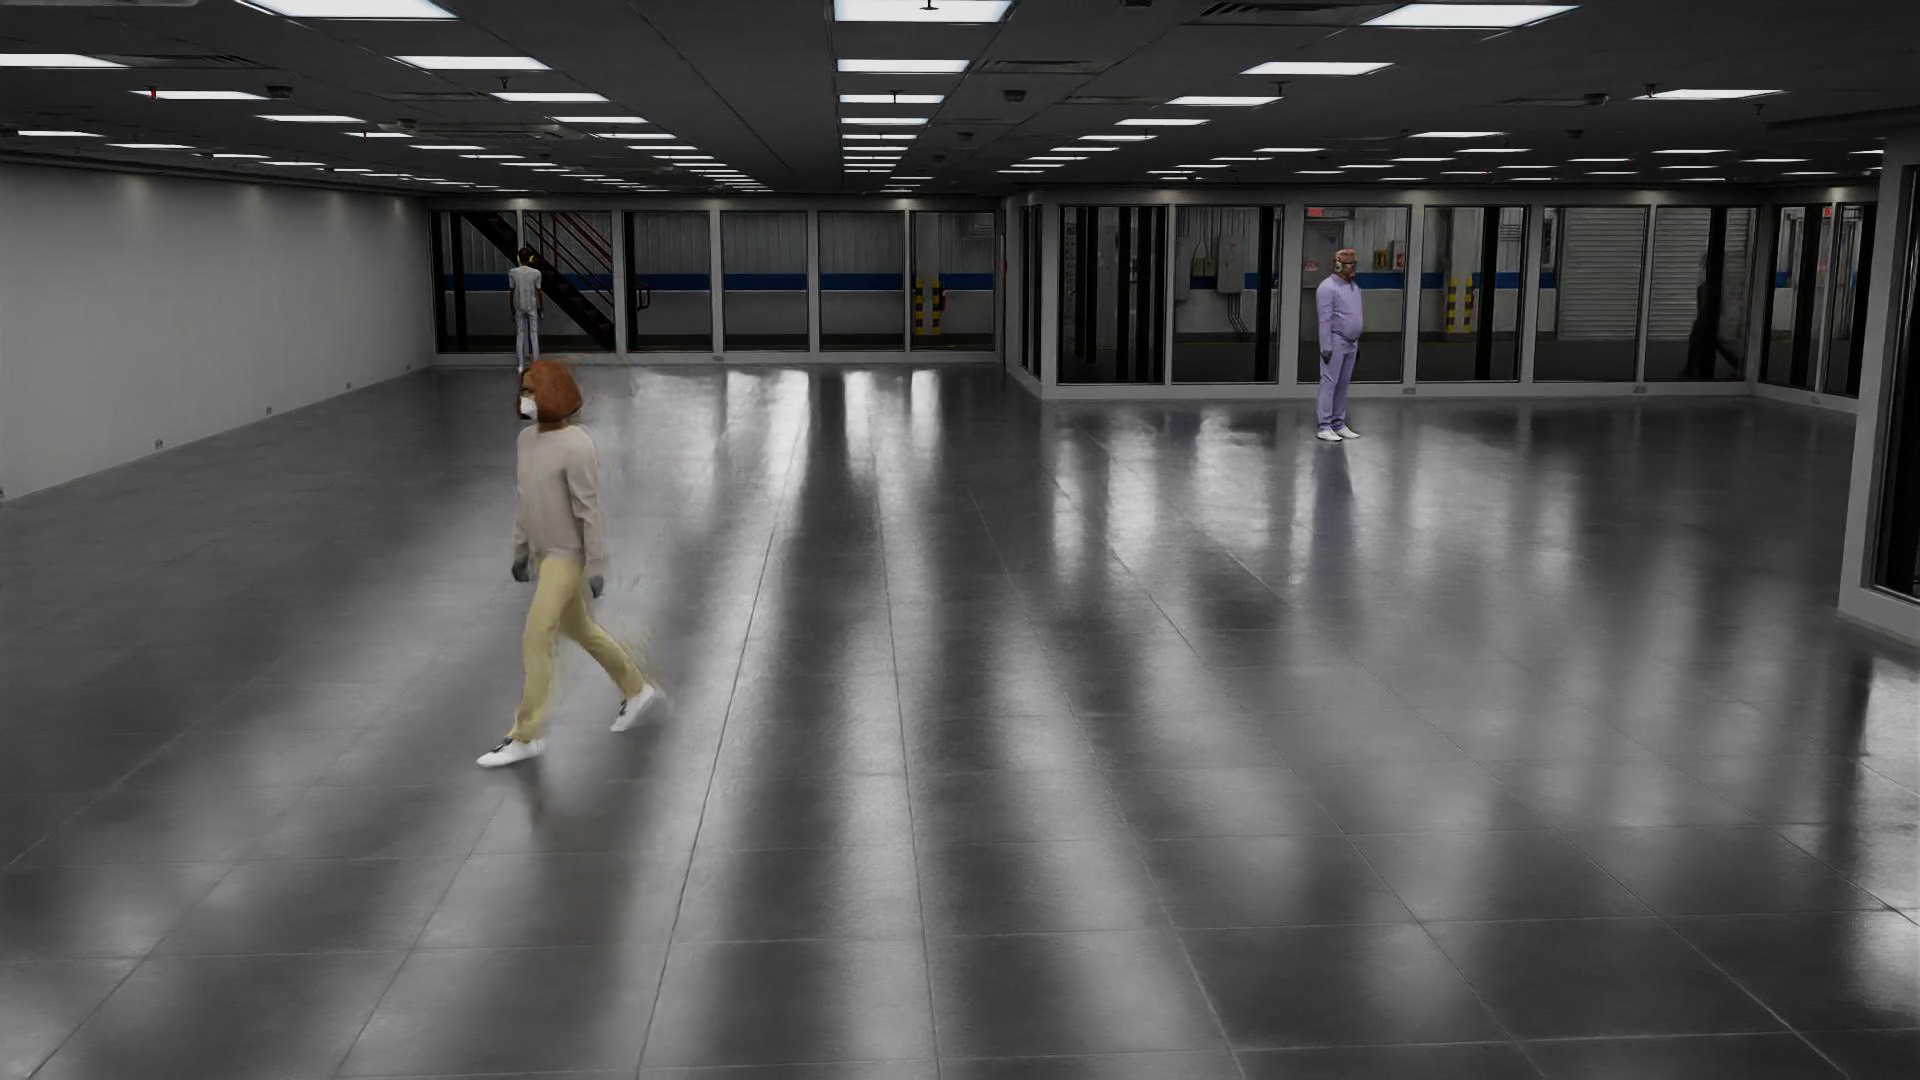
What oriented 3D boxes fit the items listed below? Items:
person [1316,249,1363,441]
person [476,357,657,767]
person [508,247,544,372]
[{"bbox_3d":[3.839,-1.956,16.733,0.407,1.910,0.638,10,14,42],"label":"person"},{"bbox_3d":[-1.583,0.056,6.695,0.830,1.598,0.505,-9,14,-39],"label":"person"},{"bbox_3d":[-6.470,-3.424,24.799,0.504,1.861,0.329,-2,11,-9],"label":"person"}]
